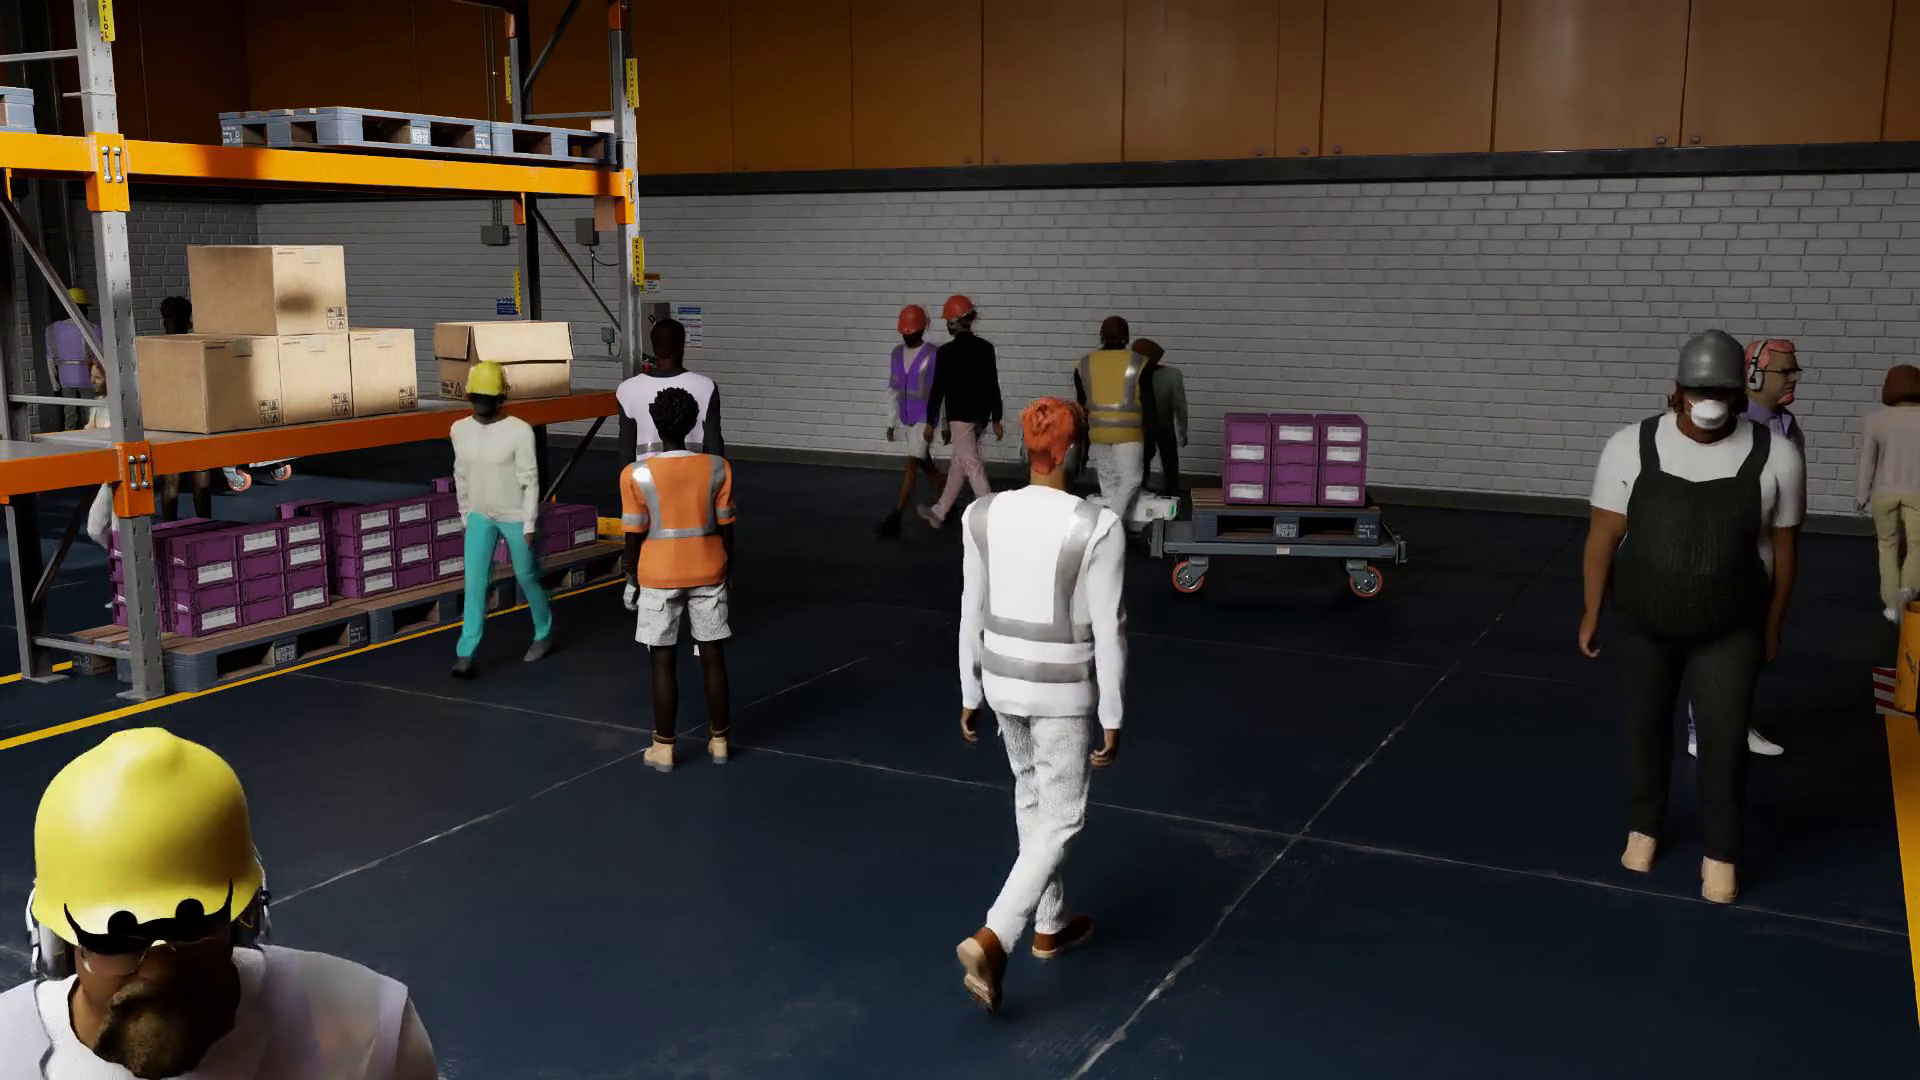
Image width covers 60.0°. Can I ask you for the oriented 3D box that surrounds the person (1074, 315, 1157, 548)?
[{"bbox_3d":[1.144,-0.771,12.497,0.638,1.815,0.744,4,11,24],"label":"person"}]

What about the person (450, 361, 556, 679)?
[{"bbox_3d":[-2.495,-0.114,8.979,0.555,1.711,0.932,2,10,13],"label":"person"}]

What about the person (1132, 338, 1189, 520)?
[{"bbox_3d":[1.591,-0.843,13.525,0.533,1.597,0.393,-1,10,-3],"label":"person"}]

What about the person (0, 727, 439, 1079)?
[{"bbox_3d":[-0.811,1.086,1.810,0.616,1.782,0.928,-6,11,-29],"label":"person"}]

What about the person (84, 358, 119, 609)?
[{"bbox_3d":[-5.418,-0.373,10.731,0.531,1.621,0.398,8,12,38],"label":"person"}]

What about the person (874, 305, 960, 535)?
[{"bbox_3d":[-0.317,-0.997,13.672,0.559,1.868,0.988,10,14,44],"label":"person"}]

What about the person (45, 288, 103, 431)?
[{"bbox_3d":[-8.990,-1.605,17.004,0.589,1.923,0.383,0,10,-1],"label":"person"}]

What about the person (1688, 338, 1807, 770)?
[{"bbox_3d":[3.544,0.058,7.427,0.642,1.909,0.399,-8,12,-38],"label":"person"}]

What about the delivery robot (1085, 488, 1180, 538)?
[{"bbox_3d":[1.314,-0.226,12.707,0.707,0.478,0.477,3,10,14],"label":"delivery robot"}]

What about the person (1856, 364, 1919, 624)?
[{"bbox_3d":[5.738,-0.263,10.129,0.540,1.606,0.661,6,11,31],"label":"person"}]

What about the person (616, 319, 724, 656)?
[{"bbox_3d":[-1.621,-0.284,9.393,0.588,1.913,0.391,0,10,-2],"label":"person"}]

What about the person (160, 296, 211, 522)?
[{"bbox_3d":[-5.875,-0.860,12.587,0.603,1.959,0.377,1,10,7],"label":"person"}]

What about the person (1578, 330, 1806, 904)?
[{"bbox_3d":[2.580,0.249,5.933,0.703,2.000,0.723,5,11,29],"label":"person"}]

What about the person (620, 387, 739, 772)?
[{"bbox_3d":[-1.234,0.176,7.346,0.529,1.697,0.321,-4,11,-24],"label":"person"}]

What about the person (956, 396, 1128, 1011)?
[{"bbox_3d":[0.218,0.491,5.094,0.579,1.858,0.830,7,12,34],"label":"person"}]

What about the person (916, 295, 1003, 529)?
[{"bbox_3d":[0.003,-0.986,13.407,1.026,1.944,0.621,8,13,39],"label":"person"}]
